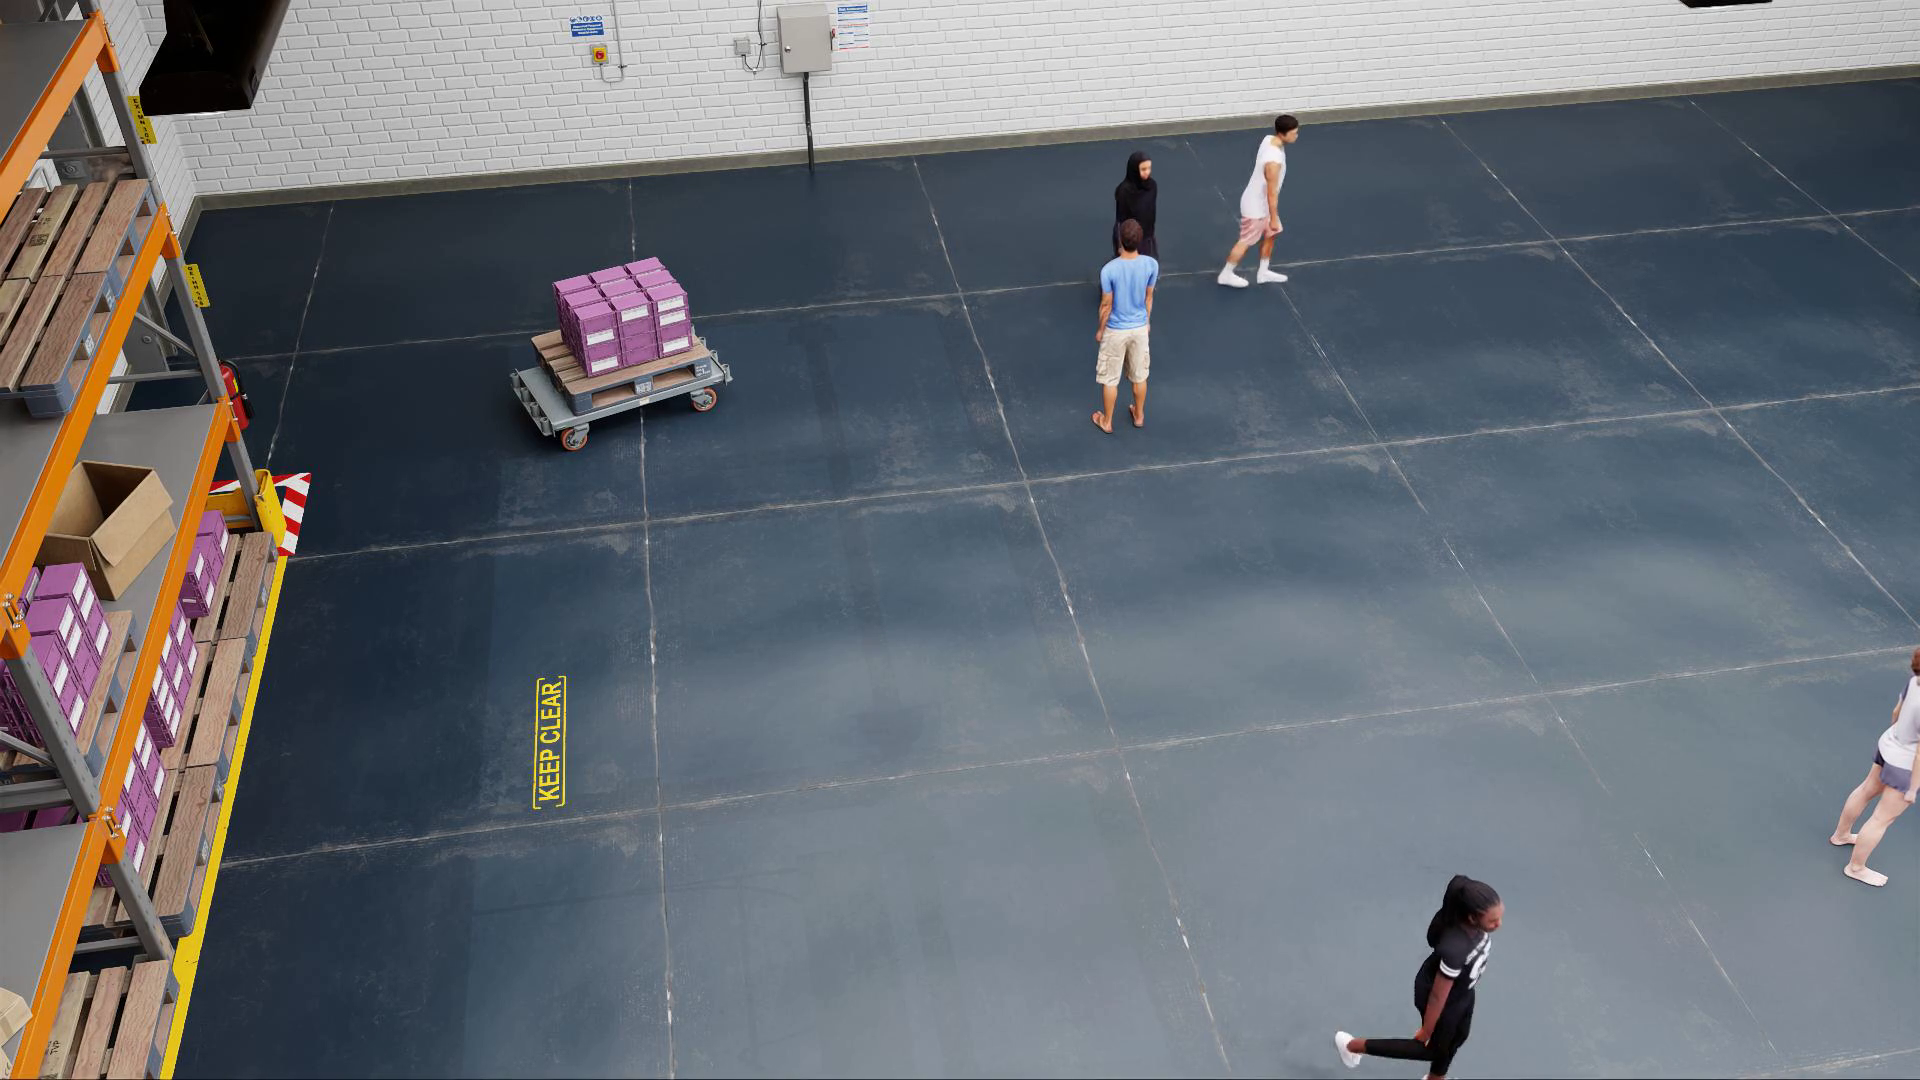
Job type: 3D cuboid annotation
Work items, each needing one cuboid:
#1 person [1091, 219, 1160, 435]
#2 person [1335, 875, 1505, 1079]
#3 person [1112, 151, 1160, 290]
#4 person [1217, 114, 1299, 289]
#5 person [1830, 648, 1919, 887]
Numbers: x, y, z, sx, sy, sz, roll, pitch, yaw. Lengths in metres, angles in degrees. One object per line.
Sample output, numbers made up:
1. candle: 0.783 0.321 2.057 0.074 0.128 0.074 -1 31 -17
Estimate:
1. person: 1.331 -1.704 13.330 0.671 1.863 0.588 -10 40 -12
2. person: 2.367 2.290 8.451 1.053 1.711 1.024 17 42 20
3. person: 1.508 -2.746 14.841 0.727 1.606 0.852 -19 42 -22
4. person: 2.649 -3.071 15.144 0.899 1.736 0.927 3 39 4
5. person: 5.488 1.266 9.688 0.696 1.767 0.588 5 39 6
